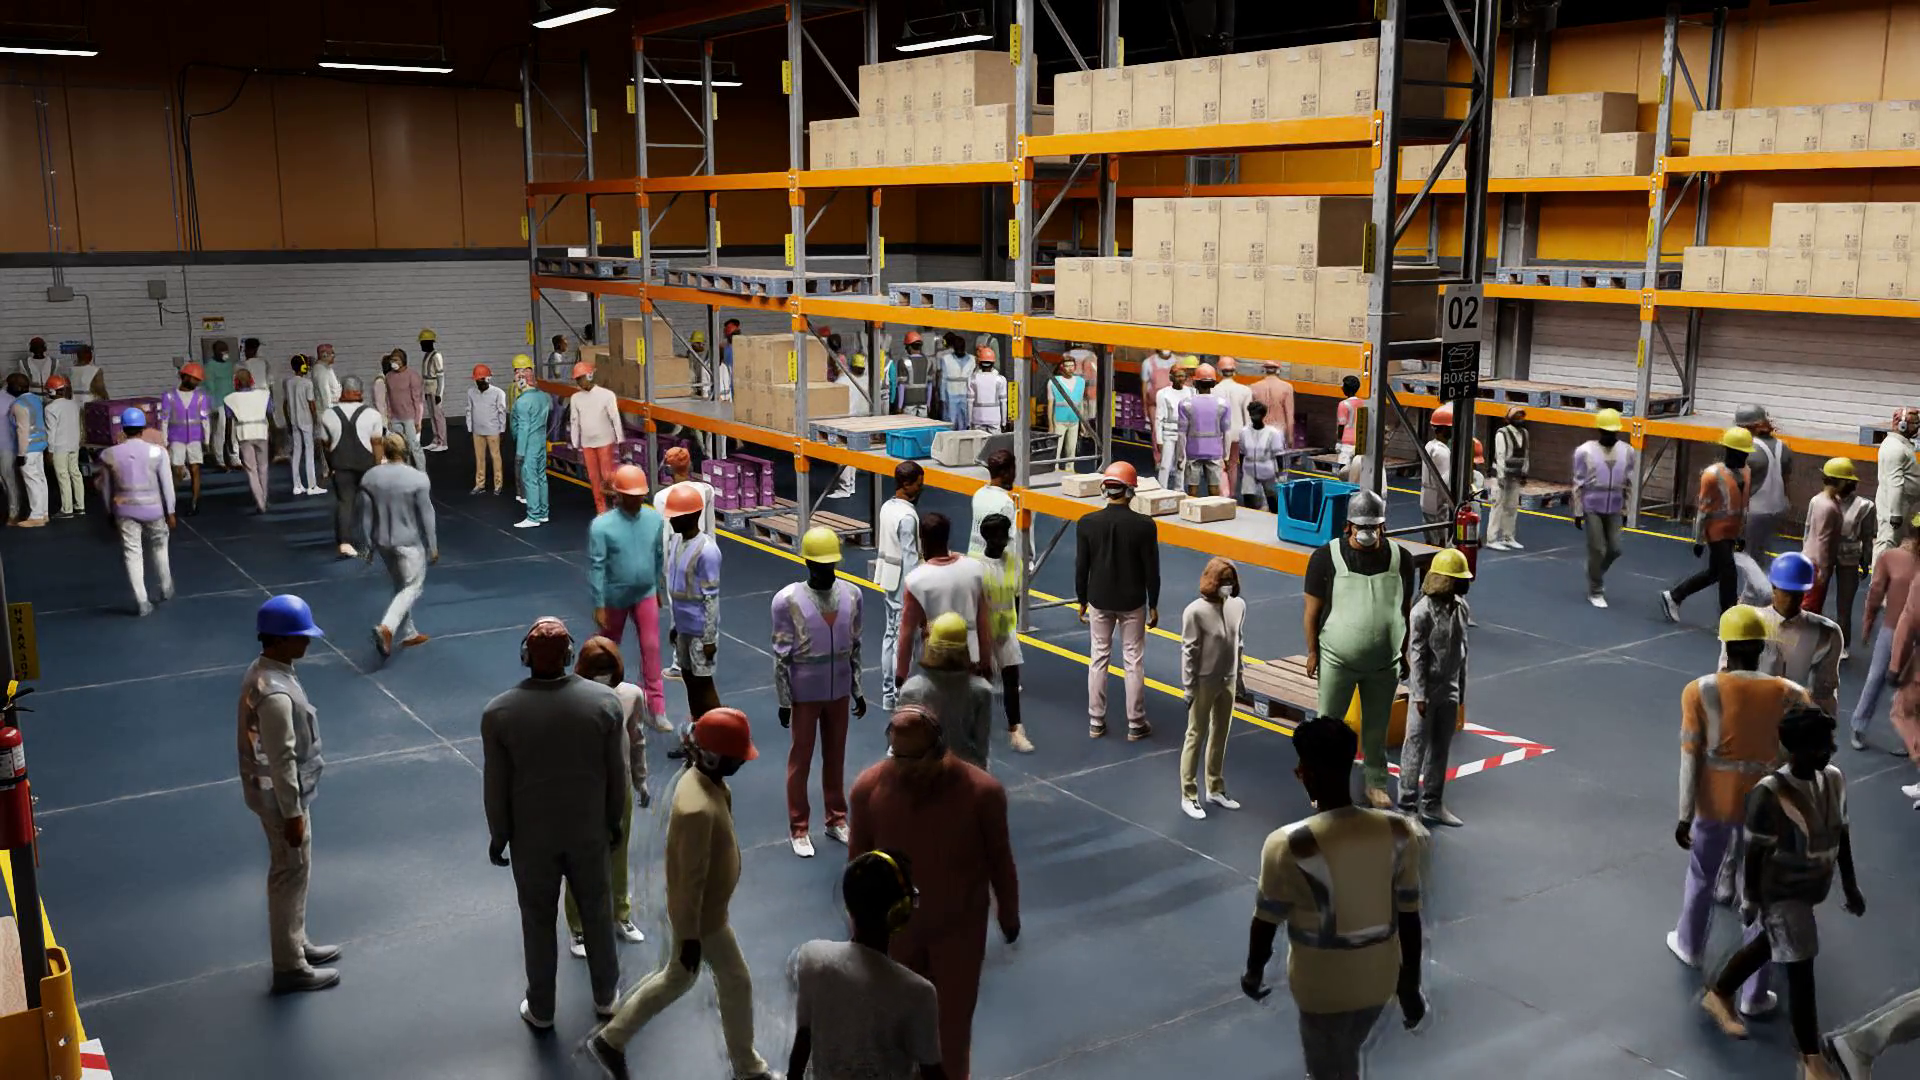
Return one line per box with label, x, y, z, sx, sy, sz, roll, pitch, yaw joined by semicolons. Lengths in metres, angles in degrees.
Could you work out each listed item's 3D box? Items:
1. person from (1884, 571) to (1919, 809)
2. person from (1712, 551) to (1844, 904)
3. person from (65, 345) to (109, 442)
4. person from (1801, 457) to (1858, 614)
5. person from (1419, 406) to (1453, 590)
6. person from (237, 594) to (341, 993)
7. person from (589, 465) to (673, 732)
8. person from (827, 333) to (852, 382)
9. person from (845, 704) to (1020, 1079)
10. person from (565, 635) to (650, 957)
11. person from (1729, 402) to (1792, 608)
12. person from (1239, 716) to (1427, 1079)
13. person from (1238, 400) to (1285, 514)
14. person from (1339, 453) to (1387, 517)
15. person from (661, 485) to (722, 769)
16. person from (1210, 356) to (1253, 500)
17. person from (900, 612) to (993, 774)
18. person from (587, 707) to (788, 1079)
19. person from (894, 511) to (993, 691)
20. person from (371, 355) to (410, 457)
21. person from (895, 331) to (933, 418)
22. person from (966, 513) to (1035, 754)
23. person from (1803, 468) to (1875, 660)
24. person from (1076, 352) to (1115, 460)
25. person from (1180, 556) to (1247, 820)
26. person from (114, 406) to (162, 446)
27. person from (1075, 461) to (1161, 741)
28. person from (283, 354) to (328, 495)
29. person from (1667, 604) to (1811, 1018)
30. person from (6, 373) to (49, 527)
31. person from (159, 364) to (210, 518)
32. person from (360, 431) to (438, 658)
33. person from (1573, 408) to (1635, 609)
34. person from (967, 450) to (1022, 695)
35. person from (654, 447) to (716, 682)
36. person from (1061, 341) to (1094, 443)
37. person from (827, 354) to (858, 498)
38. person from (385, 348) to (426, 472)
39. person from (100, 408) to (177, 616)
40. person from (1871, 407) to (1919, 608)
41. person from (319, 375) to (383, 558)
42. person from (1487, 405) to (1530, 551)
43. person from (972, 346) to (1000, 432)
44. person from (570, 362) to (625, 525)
person;6.110;0.772;10.319;0.677;1.877;0.553;-1;11;-3
person;4.356;1.011;8.911;0.605;1.949;0.382;3;12;17
person;-12.704;-1.933;24.283;0.558;1.829;0.450;3;11;15
person;7.092;0.186;13.643;0.351;1.757;0.544;5;12;26
person;4.517;-0.299;15.648;0.356;1.938;0.545;0;11;2
person;-3.213;1.207;7.955;0.415;1.934;0.620;-5;12;-25
person;-2.470;0.378;12.211;0.648;1.942;1.054;-8;14;-36
person;-1.958;-2.413;26.762;0.462;1.821;0.654;-7;13;-30
person;-0.140;1.532;6.506;0.666;1.860;0.737;3;11;14
person;-1.816;1.273;8.400;0.506;1.630;0.290;-7;13;-31
person;7.334;-0.282;15.297;0.705;2.000;0.719;-5;12;-25
person;1.319;1.571;6.103;0.608;1.914;0.955;-6;12;-26
person;3.420;-0.776;18.805;0.559;1.656;0.863;6;13;28
person;3.720;-0.159;15.488;0.506;1.725;0.432;-3;12;-16
person;-1.811;0.577;11.196;0.388;1.929;0.547;-7;13;-33
person;3.358;-1.320;20.869;0.644;1.959;0.942;0;11;2
person;-0.058;1.235;8.388;0.490;1.717;0.670;-2;11;-11
person;-1.161;1.519;6.971;0.836;1.706;0.602;-2;11;-9
person;-0.158;0.748;10.404;0.607;1.884;0.833;-8;14;-36
person;-7.866;-1.629;22.816;0.524;1.807;0.637;1;11;4
person;-0.678;-2.011;24.148;0.606;2.041;0.382;-9;14;-39
person;0.224;0.628;11.594;0.542;1.663;0.742;-6;12;-26
person;7.340;0.185;13.932;0.517;1.639;0.313;7;13;31
person;2.085;-2.201;25.346;0.608;1.945;0.638;-7;13;-34
person;1.576;0.901;10.289;0.507;1.631;0.274;-8;13;-35
person;-9.103;-0.682;18.461;0.526;1.589;0.817;-2;11;-12
person;1.120;0.434;11.774;0.611;1.985;0.393;4;12;18
person;-8.755;-1.533;22.141;0.528;1.869;0.313;4;12;20
person;3.723;1.256;7.920;0.607;1.862;0.844;2;11;10
person;-11.151;-1.074;19.863;0.430;1.845;0.624;-3;11;-13
person;-9.590;-1.228;20.536;0.623;1.887;0.377;-9;14;-39
person;-4.749;0.044;13.950;0.641;1.912;0.794;3;12;17
person;6.097;-0.319;15.827;0.585;1.908;0.524;0;11;-2
person;0.262;0.248;12.938;0.392;1.909;0.586;-5;12;-22
person;-2.198;0.189;13.281;0.354;1.886;0.573;11;15;44
person;1.911;-2.492;27.140;0.599;1.830;0.404;-3;12;-16
person;-1.569;-1.497;21.878;0.408;1.903;0.638;2;11;12
person;-7.493;-1.624;22.469;0.627;1.930;0.375;6;13;28
person;-7.713;-0.293;15.681;0.644;1.904;0.938;-3;12;-17
person;8.888;-0.307;15.770;0.409;1.909;0.642;6;12;27
person;-6.638;-0.852;18.211;0.685;2.000;1.090;-1;11;-6
person;6.101;-0.692;18.447;0.561;1.629;0.349;-7;13;-30
person;0.323;-1.800;23.469;0.355;1.883;0.573;-8;14;-35
person;-4.340;-1.166;20.048;0.713;1.956;0.576;3;11;15
